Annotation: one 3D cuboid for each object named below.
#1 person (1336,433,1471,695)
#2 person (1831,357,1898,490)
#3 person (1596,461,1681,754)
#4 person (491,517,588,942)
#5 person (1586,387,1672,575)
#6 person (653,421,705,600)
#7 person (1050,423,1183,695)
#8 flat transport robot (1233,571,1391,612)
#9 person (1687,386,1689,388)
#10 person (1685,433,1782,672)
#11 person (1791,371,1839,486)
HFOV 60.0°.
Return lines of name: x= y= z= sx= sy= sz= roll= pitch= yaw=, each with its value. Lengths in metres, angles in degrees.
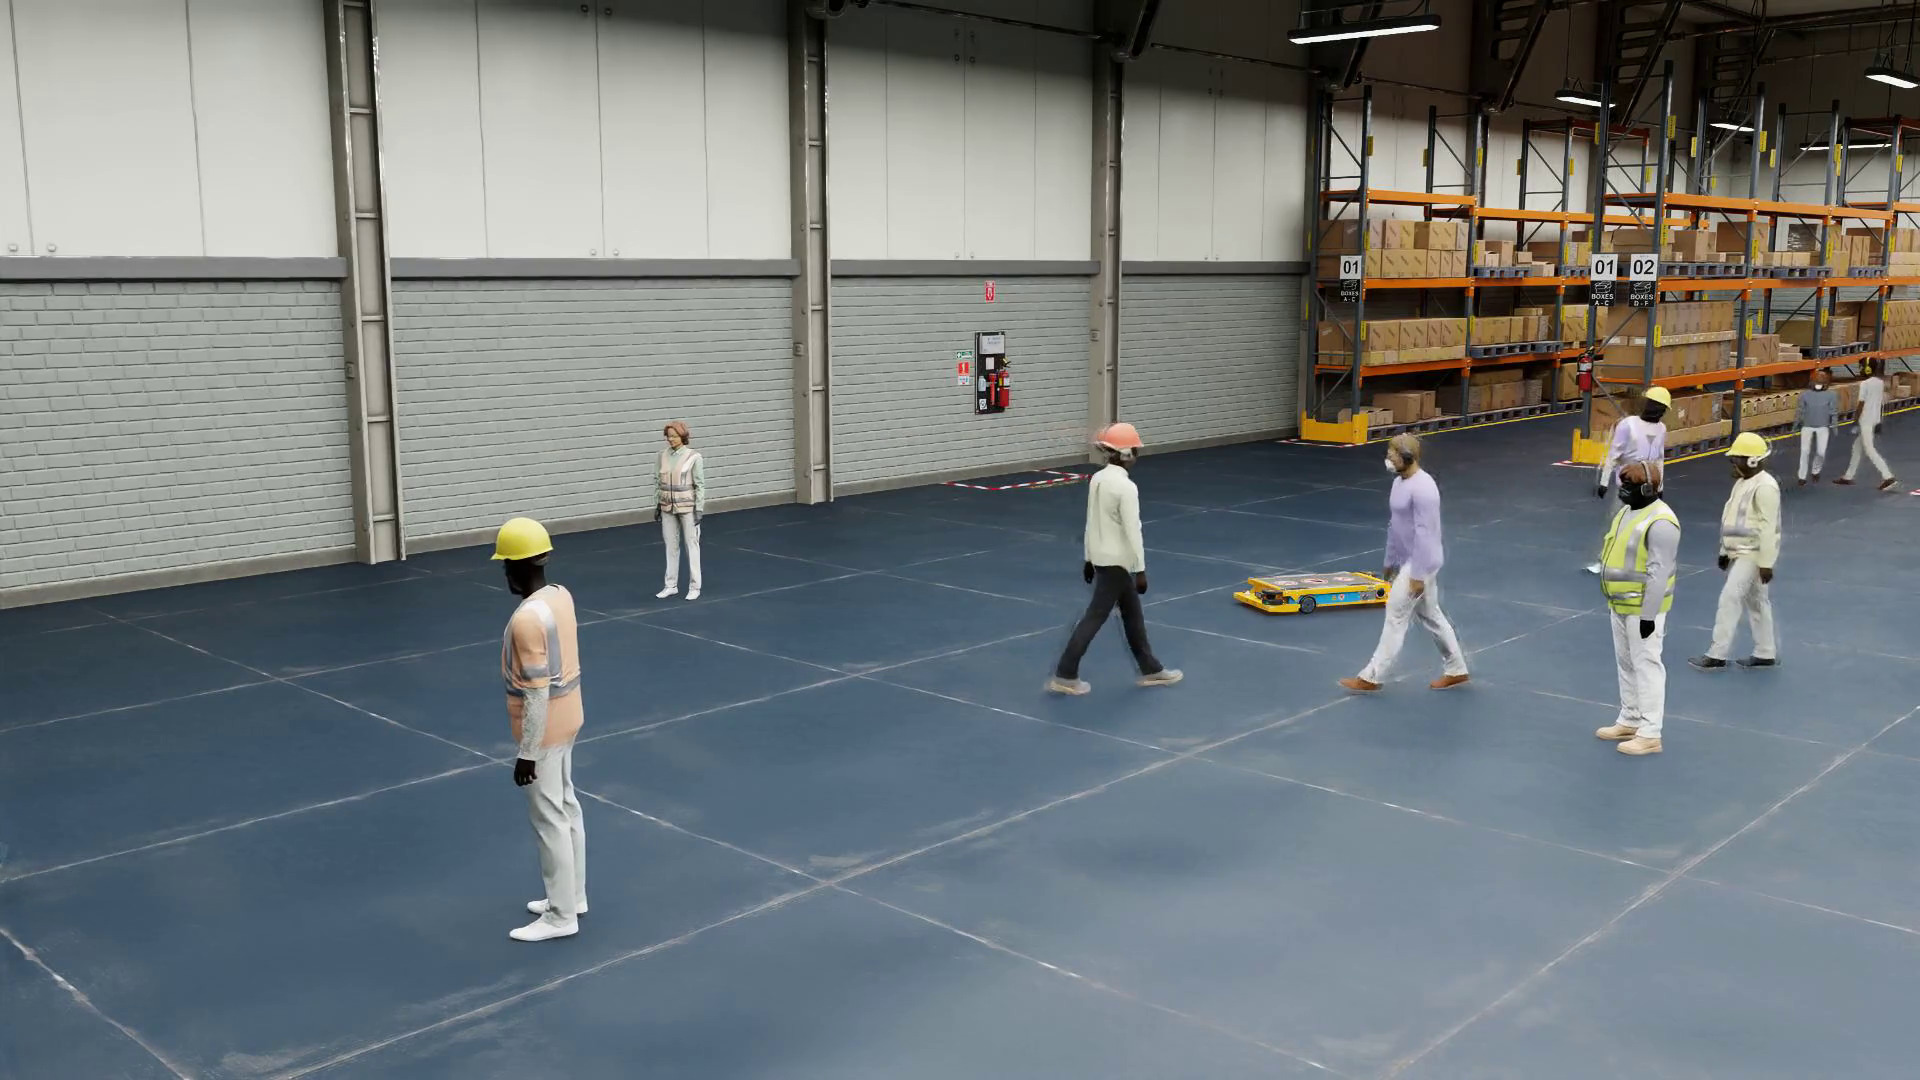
person: x=3.217 y=0.181 z=11.762 sx=1.015 sy=1.886 sz=0.647 roll=0 pitch=9 yaw=0
person: x=12.482 y=-1.600 z=22.811 sx=0.523 sy=1.820 sz=0.955 roll=-6 pitch=11 yaw=-31
person: x=4.247 y=0.412 z=10.474 sx=0.430 sy=1.837 sz=0.626 roll=0 pitch=9 yaw=-1
person: x=-1.904 y=0.851 z=7.517 sx=0.381 sy=1.923 sz=0.591 roll=0 pitch=9 yaw=1
person: x=6.564 y=-0.563 z=16.296 sx=0.745 sy=1.876 sz=0.464 roll=-3 pitch=10 yaw=-17
person: x=-2.569 y=-0.268 z=15.213 sx=0.523 sy=1.637 sz=0.306 roll=4 pitch=10 yaw=22
person: x=1.101 y=0.139 z=11.828 sx=1.046 sy=1.940 sz=0.631 roll=-3 pitch=10 yaw=-15
flat transport robot: x=3.253 y=0.456 z=14.955 sx=1.431 sy=0.197 sz=0.652 roll=-3 pitch=10 yaw=-18
person: x=13.182 y=-2.794 z=30.623 sx=0.279 sy=1.633 sz=0.499 roll=-9 pitch=13 yaw=-43
person: x=5.813 y=0.099 z=12.473 sx=0.791 sy=1.798 sz=0.622 roll=2 pitch=10 yaw=12
person: x=11.827 y=-1.533 z=22.991 sx=0.601 sy=1.612 sz=0.409 roll=6 pitch=11 yaw=32
